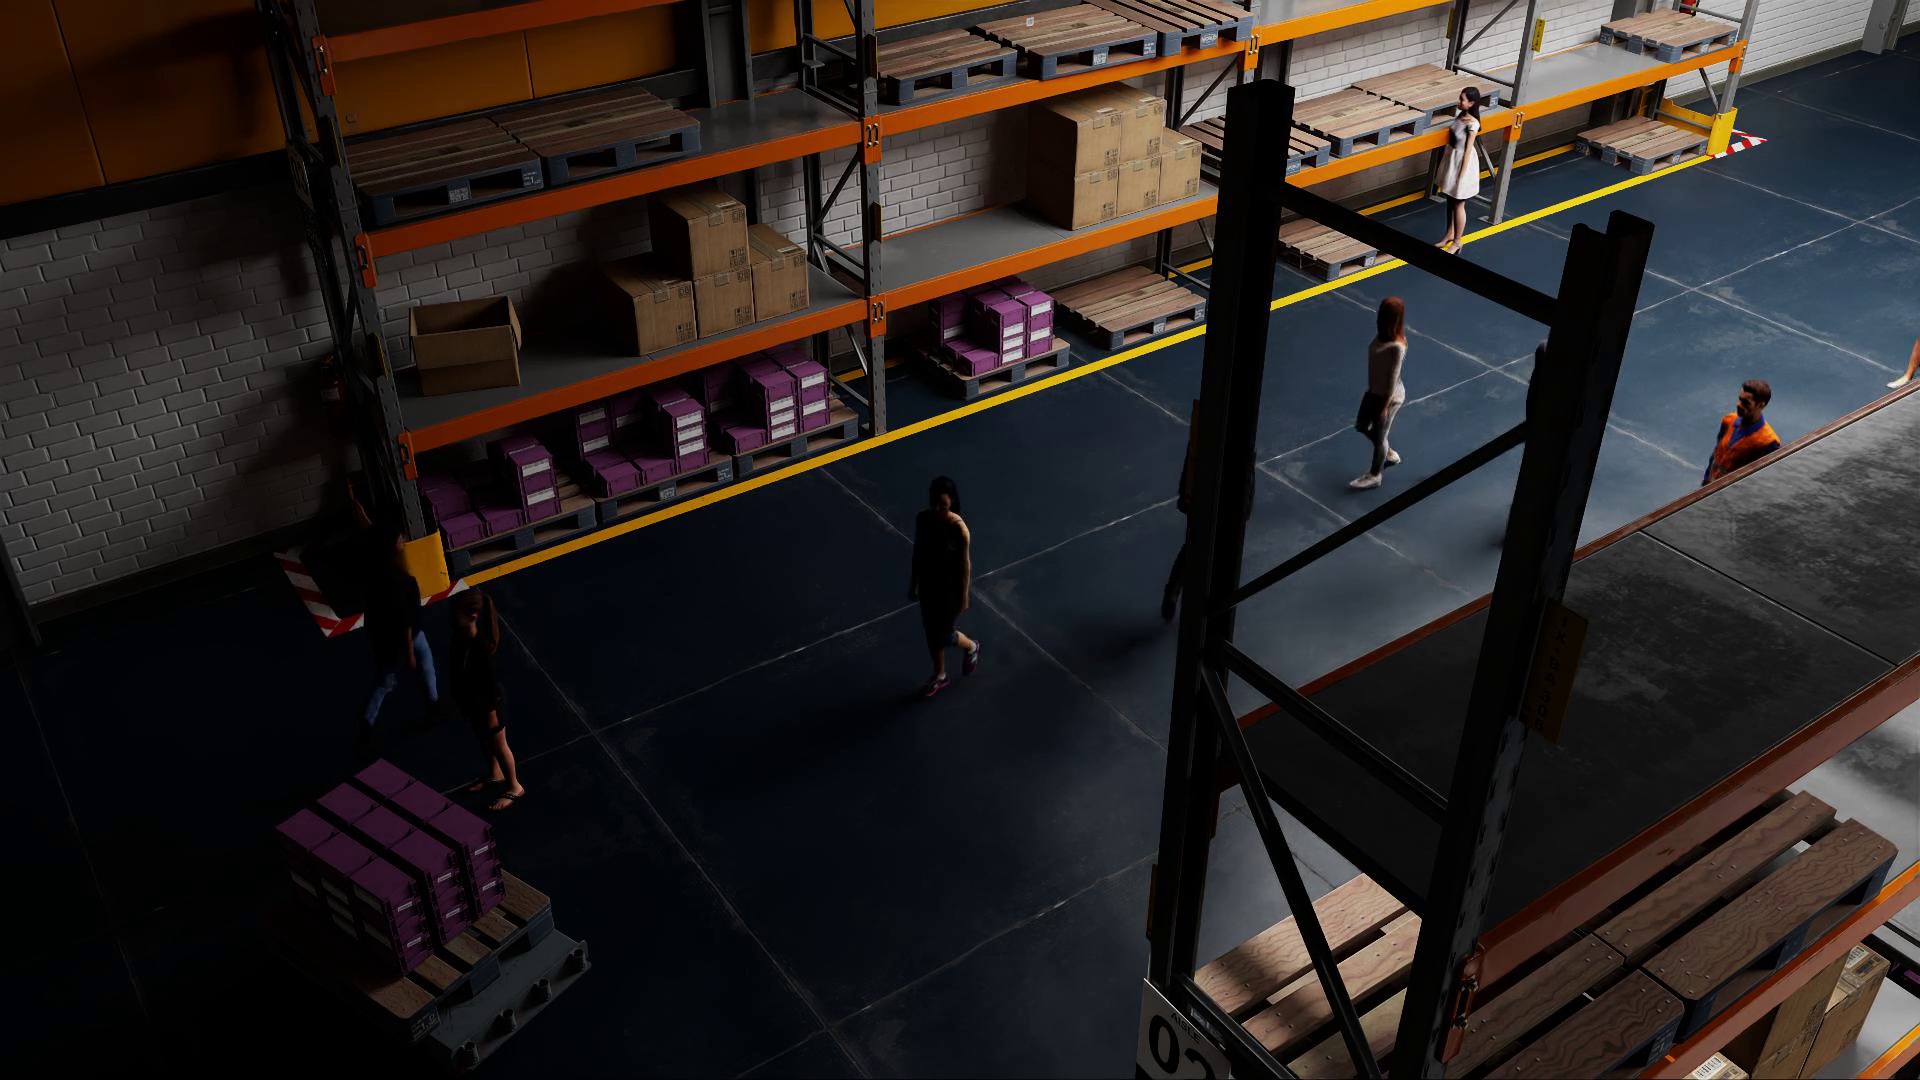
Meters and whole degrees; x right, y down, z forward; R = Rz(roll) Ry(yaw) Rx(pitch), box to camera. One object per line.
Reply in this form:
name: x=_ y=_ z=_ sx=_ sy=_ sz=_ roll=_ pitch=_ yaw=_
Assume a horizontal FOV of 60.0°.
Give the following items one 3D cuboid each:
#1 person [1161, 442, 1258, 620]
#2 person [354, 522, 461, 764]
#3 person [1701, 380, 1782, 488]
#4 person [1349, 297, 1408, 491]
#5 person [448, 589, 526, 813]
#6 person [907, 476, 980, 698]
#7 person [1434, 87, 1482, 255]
person: x=1.749 y=-0.209 z=11.612 sx=0.927 sy=1.844 sz=1.093 roll=18 pitch=37 yaw=25
person: x=-3.606 y=0.673 z=10.448 sx=0.855 sy=1.664 sz=1.171 roll=18 pitch=38 yaw=25
person: x=5.479 y=-0.285 z=11.722 sx=1.092 sy=1.848 sz=0.828 roll=-13 pitch=36 yaw=-18
person: x=3.440 y=-1.151 z=13.165 sx=0.793 sy=1.693 sz=0.724 roll=-6 pitch=34 yaw=-9
person: x=-2.910 y=0.950 z=10.128 sx=0.581 sy=1.556 sz=0.564 roll=-28 pitch=42 yaw=-35
person: x=-0.054 y=0.278 z=10.998 sx=0.682 sy=1.713 sz=0.792 roll=28 pitch=43 yaw=36
person: x=5.114 y=-3.779 z=17.051 sx=0.805 sy=1.769 sz=0.778 roll=-2 pitch=34 yaw=-3
